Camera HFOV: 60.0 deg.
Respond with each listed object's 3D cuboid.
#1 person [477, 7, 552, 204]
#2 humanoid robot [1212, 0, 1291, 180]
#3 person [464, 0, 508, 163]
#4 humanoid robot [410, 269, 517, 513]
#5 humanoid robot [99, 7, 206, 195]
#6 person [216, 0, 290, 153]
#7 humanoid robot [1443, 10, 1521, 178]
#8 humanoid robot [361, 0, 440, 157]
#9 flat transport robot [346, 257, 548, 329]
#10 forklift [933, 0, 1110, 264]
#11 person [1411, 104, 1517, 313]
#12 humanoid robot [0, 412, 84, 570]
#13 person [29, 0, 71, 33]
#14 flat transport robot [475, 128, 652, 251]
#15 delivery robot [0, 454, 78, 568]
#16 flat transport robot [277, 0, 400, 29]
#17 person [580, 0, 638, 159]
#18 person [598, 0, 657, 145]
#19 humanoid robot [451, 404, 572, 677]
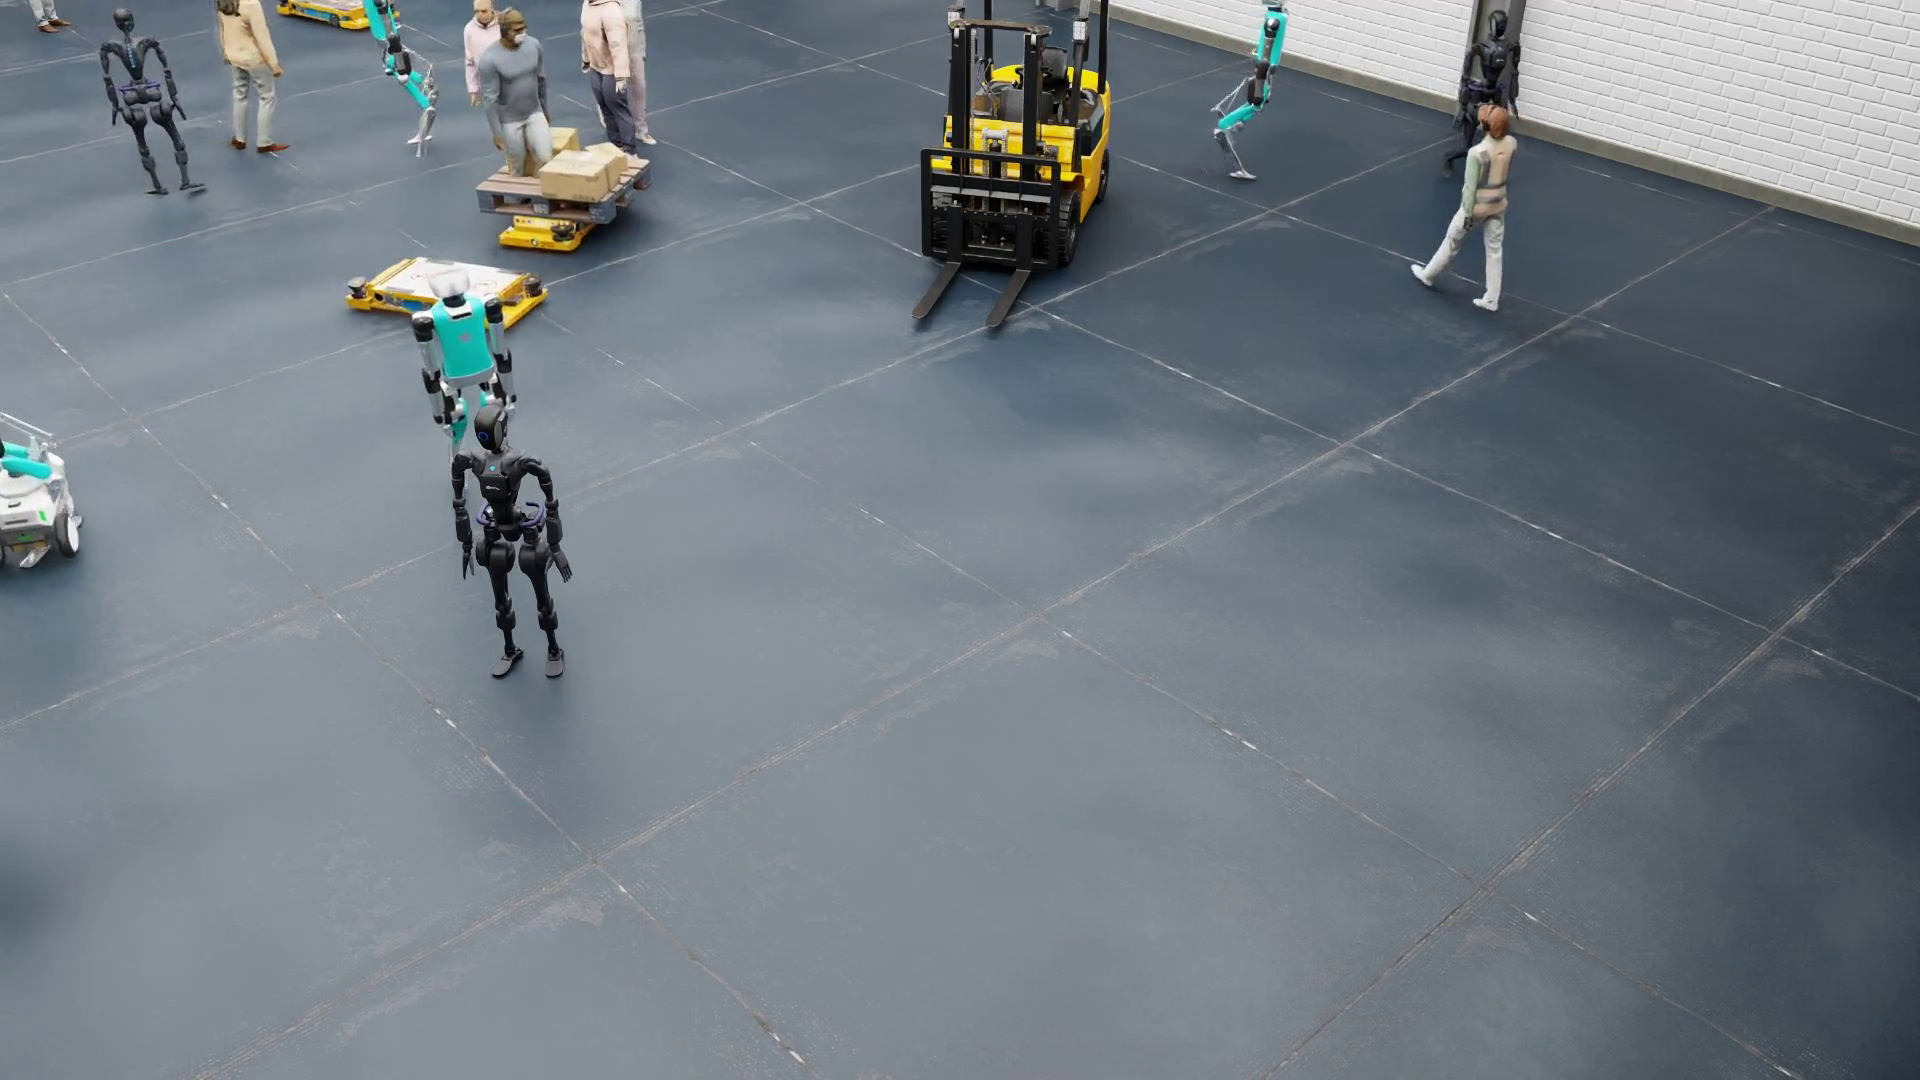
[{"bbox_3d":[-3.720,-3.552,14.119,0.652,1.913,0.515,-24,40,-32],"label":"person"},{"bbox_3d":[2.562,-4.062,15.175,0.748,1.893,0.541,11,35,16],"label":"humanoid robot"},{"bbox_3d":[-4.192,-4.047,15.031,0.537,1.747,0.840,4,33,6],"label":"person"},{"bbox_3d":[-3.087,-0.921,10.291,0.549,1.829,0.895,-18,37,-25],"label":"humanoid robot"},{"bbox_3d":[-7.298,-3.910,14.898,0.641,1.646,0.426,-13,35,-19],"label":"humanoid robot"},{"bbox_3d":[-6.816,-4.596,15.803,0.772,1.840,0.374,15,36,21],"label":"person"},{"bbox_3d":[4.725,-3.971,14.998,0.591,1.642,0.589,-7,34,-10],"label":"humanoid robot"},{"bbox_3d":[-5.220,-4.556,15.845,0.775,1.784,0.537,-21,39,-29],"label":"humanoid robot"},{"bbox_3d":[-4.072,-1.966,13.195,1.431,0.231,0.659,10,34,15],"label":"flat transport robot"},{"bbox_3d":[0.570,-3.725,14.138,1.214,2.155,2.313,9,34,13],"label":"forklift"},{"bbox_3d":[4.019,-2.622,12.984,0.518,1.596,0.853,-16,36,-23],"label":"person"},{"bbox_3d":[-5.622,-0.666,9.852,0.879,1.770,0.586,-28,42,-36],"label":"humanoid robot"},{"bbox_3d":[-10.754,-6.750,19.277,0.327,1.651,0.458,2,33,4],"label":"person"},{"bbox_3d":[-3.451,-2.924,14.668,0.659,0.231,1.431,7,34,11],"label":"flat transport robot"},{"bbox_3d":[-5.734,-0.219,10.238,0.499,0.585,0.775,-10,34,-15],"label":"delivery robot"},{"bbox_3d":[-7.496,-6.407,20.021,1.431,0.231,0.659,19,38,27],"label":"flat transport robot"},{"bbox_3d":[-3.268,-4.406,15.492,0.431,1.859,0.792,-22,39,-30],"label":"person"},{"bbox_3d":[-3.285,-4.710,16.065,0.611,1.749,0.524,28,42,36],"label":"person"},{"bbox_3d":[-2.370,0.017,8.843,0.599,1.657,0.315,2,33,3],"label":"humanoid robot"}]
